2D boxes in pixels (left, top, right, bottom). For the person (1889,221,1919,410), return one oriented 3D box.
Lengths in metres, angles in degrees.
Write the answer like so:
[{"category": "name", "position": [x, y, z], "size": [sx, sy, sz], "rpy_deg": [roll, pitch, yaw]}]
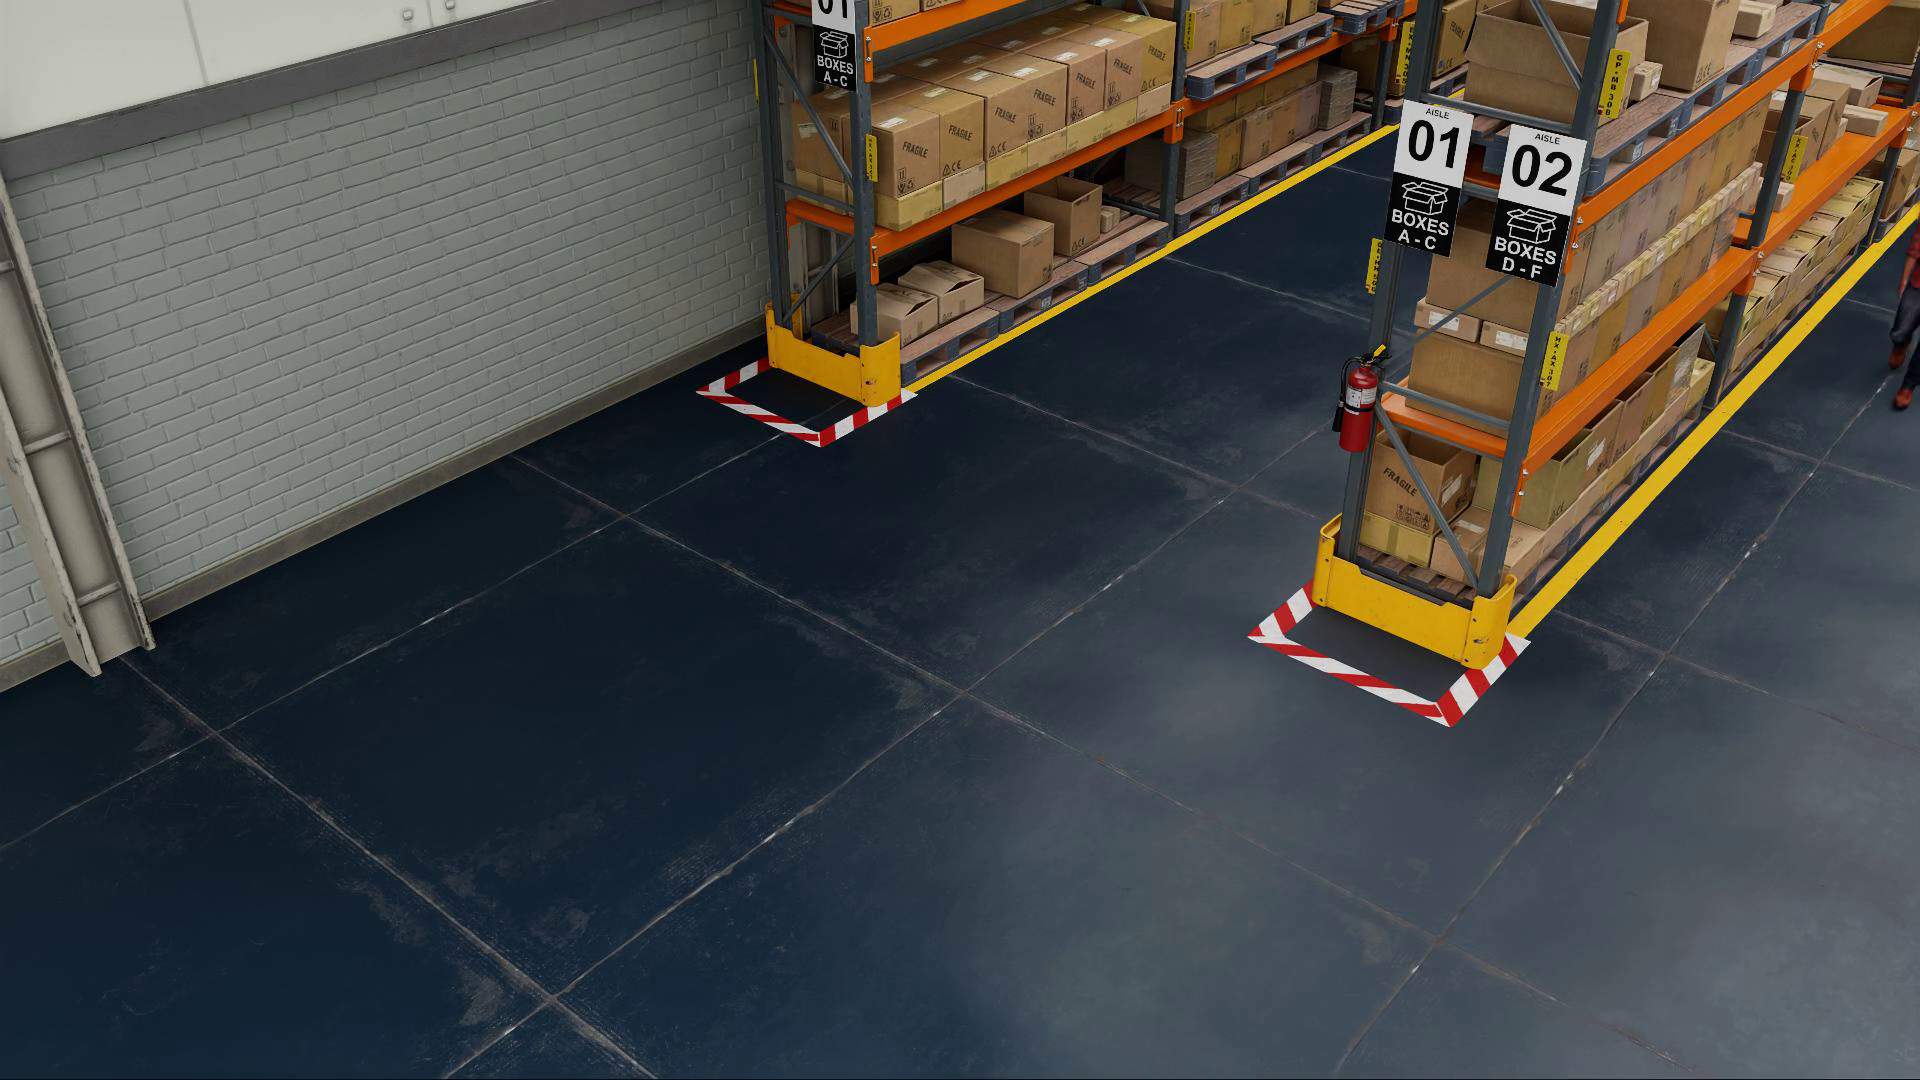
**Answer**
[{"category": "person", "position": [7.230, -1.895, 12.294], "size": [0.762, 1.813, 0.963], "rpy_deg": [19, 38, 27]}]
